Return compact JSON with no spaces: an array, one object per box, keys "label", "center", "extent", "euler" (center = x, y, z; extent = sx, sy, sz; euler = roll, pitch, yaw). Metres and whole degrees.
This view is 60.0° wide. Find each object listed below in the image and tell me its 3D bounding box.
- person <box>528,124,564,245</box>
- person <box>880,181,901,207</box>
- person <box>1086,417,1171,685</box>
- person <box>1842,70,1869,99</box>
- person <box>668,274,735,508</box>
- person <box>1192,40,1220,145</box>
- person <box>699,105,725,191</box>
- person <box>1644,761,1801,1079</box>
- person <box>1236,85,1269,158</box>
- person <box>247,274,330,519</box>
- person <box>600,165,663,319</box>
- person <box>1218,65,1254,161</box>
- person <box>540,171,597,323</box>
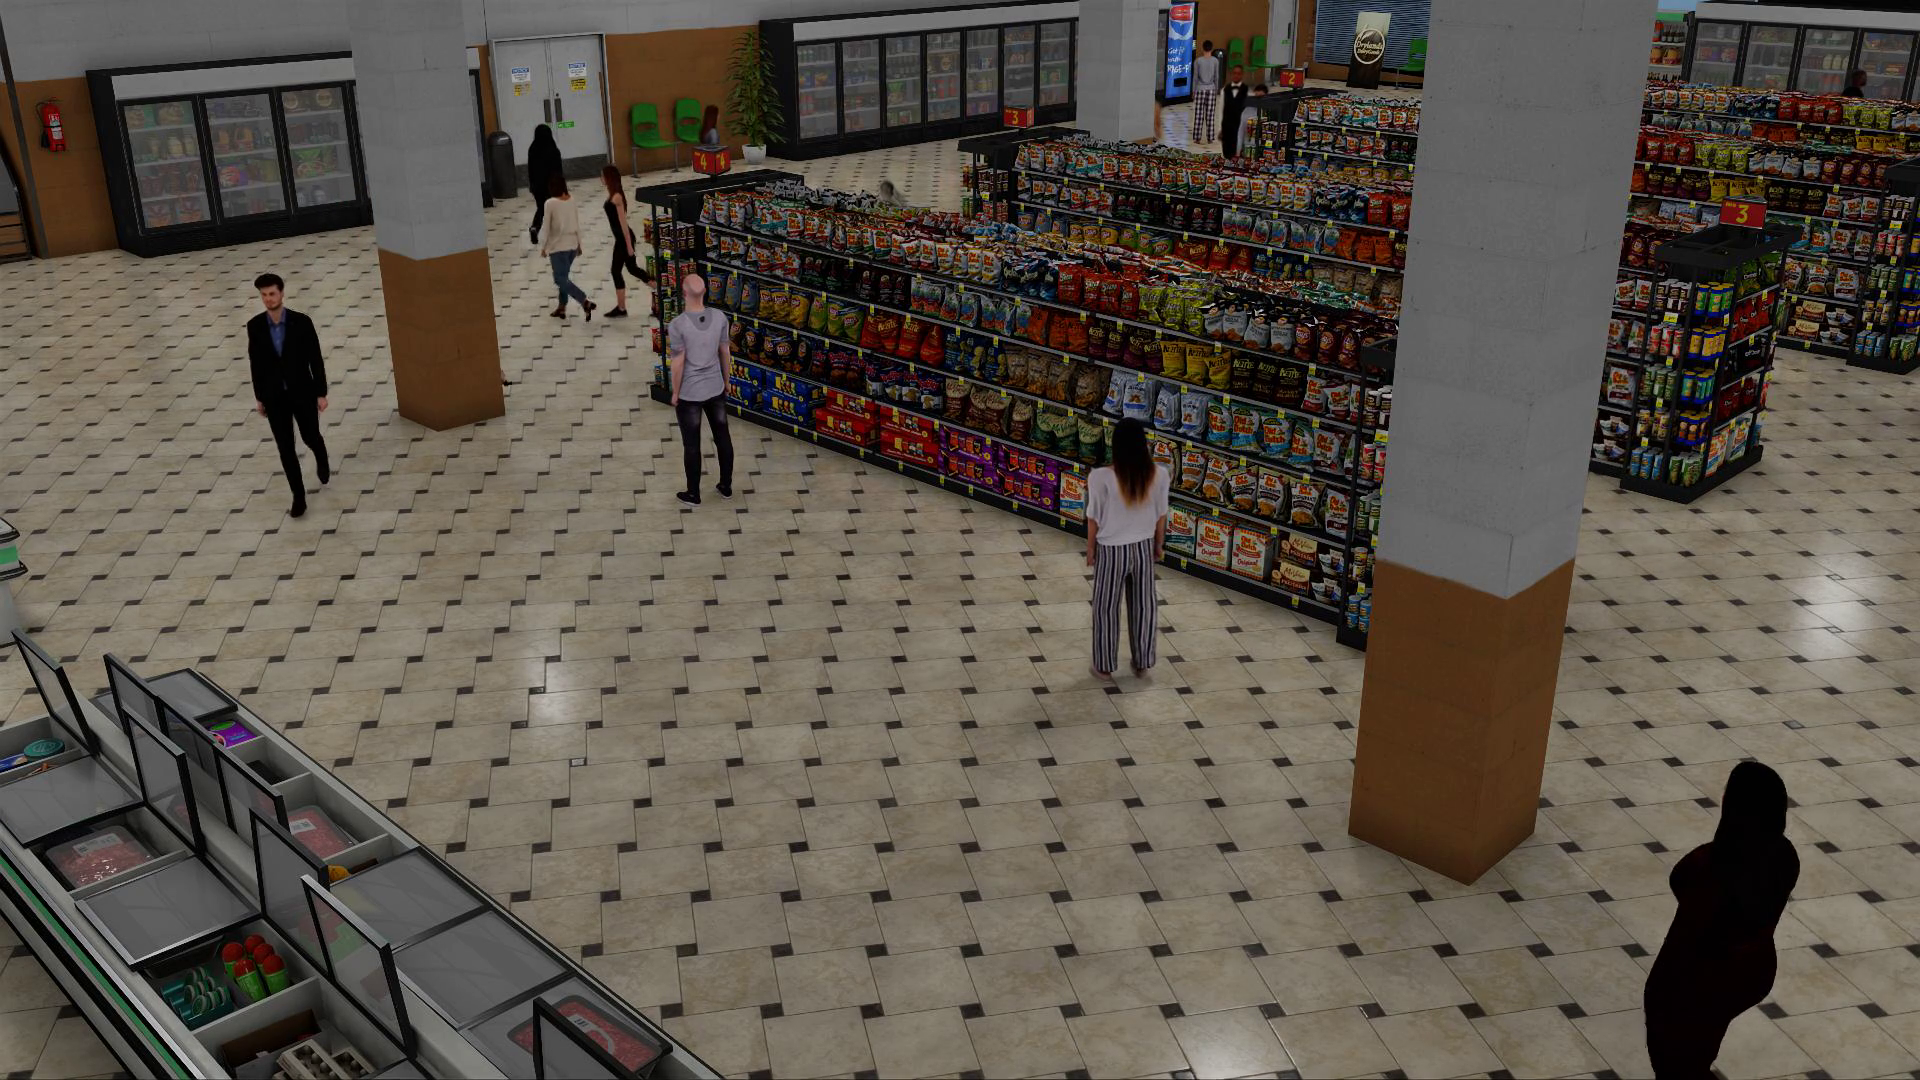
[{"label":"person","center":[-5.477,-4.634,21.900],"extent":[0.940,1.603,0.944],"euler":[6,23,14]},{"label":"person","center":[-0.872,-3.632,19.879],"extent":[0.830,1.250,0.963],"euler":[-4,22,-9]},{"label":"person","center":[1.004,0.062,10.108],"extent":[0.784,1.681,0.811],"euler":[-4,22,-9]},{"label":"person","center":[13.922,-6.432,26.087],"extent":[0.776,1.818,0.733],"euler":[1,22,3]},{"label":"person","center":[-2.027,-1.179,12.986],"extent":[0.701,1.838,0.640],"euler":[-14,26,-32]},{"label":"person","center":[4.505,-8.221,30.500],"extent":[0.693,1.847,0.749],"euler":[0,22,-1]},{"label":"person","center":[-3.541,-5.162,23.101],"extent":[0.770,1.689,0.625],"euler":[-10,24,-24]},{"label":"person","center":[2.819,1.651,6.077],"extent":[0.784,1.738,0.986],"euler":[-13,25,-30]},{"label":"person","center":[4.208,-5.496,23.622],"extent":[0.950,1.918,0.940],"euler":[9,24,22]},{"label":"person","center":[-5.171,-1.152,12.880],"extent":[1.053,1.868,1.198],"euler":[-4,22,-10]},{"label":"person","center":[-3.649,-3.300,18.469],"extent":[0.971,1.686,1.032],"euler":[-4,22,-11]},{"label":"person","center":[4.315,-6.434,25.979],"extent":[1.119,1.903,1.040],"euler":[8,23,18]},{"label":"person","center":[-4.285,-3.159,18.164],"extent":[1.042,1.652,0.741],"euler":[14,26,31]}]
